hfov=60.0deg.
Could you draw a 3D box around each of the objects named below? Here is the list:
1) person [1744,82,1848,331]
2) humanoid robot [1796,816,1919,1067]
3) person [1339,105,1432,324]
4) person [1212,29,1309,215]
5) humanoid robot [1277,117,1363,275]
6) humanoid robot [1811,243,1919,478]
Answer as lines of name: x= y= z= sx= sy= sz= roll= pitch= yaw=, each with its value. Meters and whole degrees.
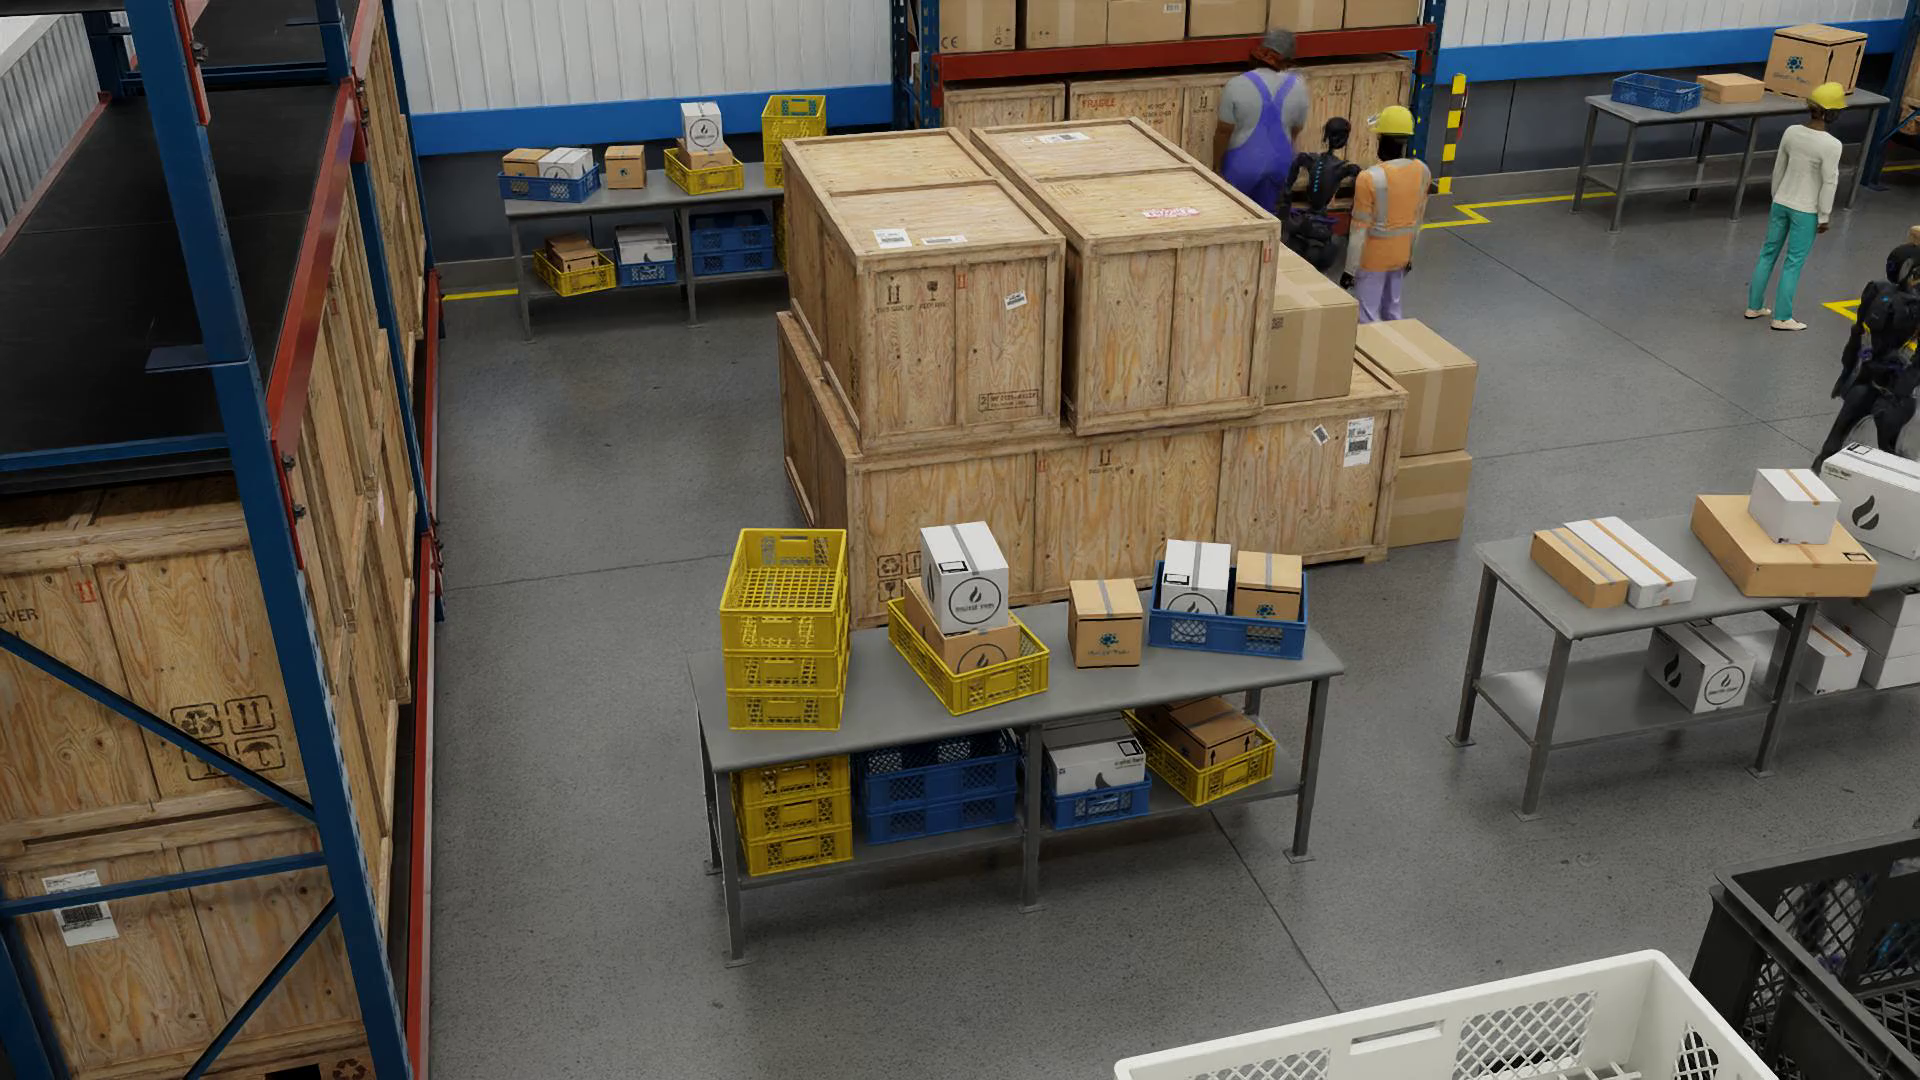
person: x=5.996 y=-2.373 z=11.872 sx=0.313 sy=1.768 sz=0.524 roll=-11 pitch=31 yaw=-19
humanoid robot: x=2.767 y=1.451 z=5.077 sx=0.548 sy=1.614 sz=0.796 roll=22 pitch=36 yaw=35
person: x=2.711 y=-1.817 z=10.726 sx=0.609 sy=1.907 sz=0.429 roll=-16 pitch=33 yaw=-27
person: x=2.150 y=-2.845 z=12.446 sx=0.808 sy=2.000 sz=0.543 roll=-8 pitch=30 yaw=-14
humanoid robot: x=2.436 y=-2.085 z=11.466 sx=0.581 sy=1.622 sz=0.652 roll=23 pitch=36 yaw=35
humanoid robot: x=5.117 y=-0.862 z=9.276 sx=0.770 sy=1.630 sz=0.611 roll=-9 pitch=30 yaw=-16
